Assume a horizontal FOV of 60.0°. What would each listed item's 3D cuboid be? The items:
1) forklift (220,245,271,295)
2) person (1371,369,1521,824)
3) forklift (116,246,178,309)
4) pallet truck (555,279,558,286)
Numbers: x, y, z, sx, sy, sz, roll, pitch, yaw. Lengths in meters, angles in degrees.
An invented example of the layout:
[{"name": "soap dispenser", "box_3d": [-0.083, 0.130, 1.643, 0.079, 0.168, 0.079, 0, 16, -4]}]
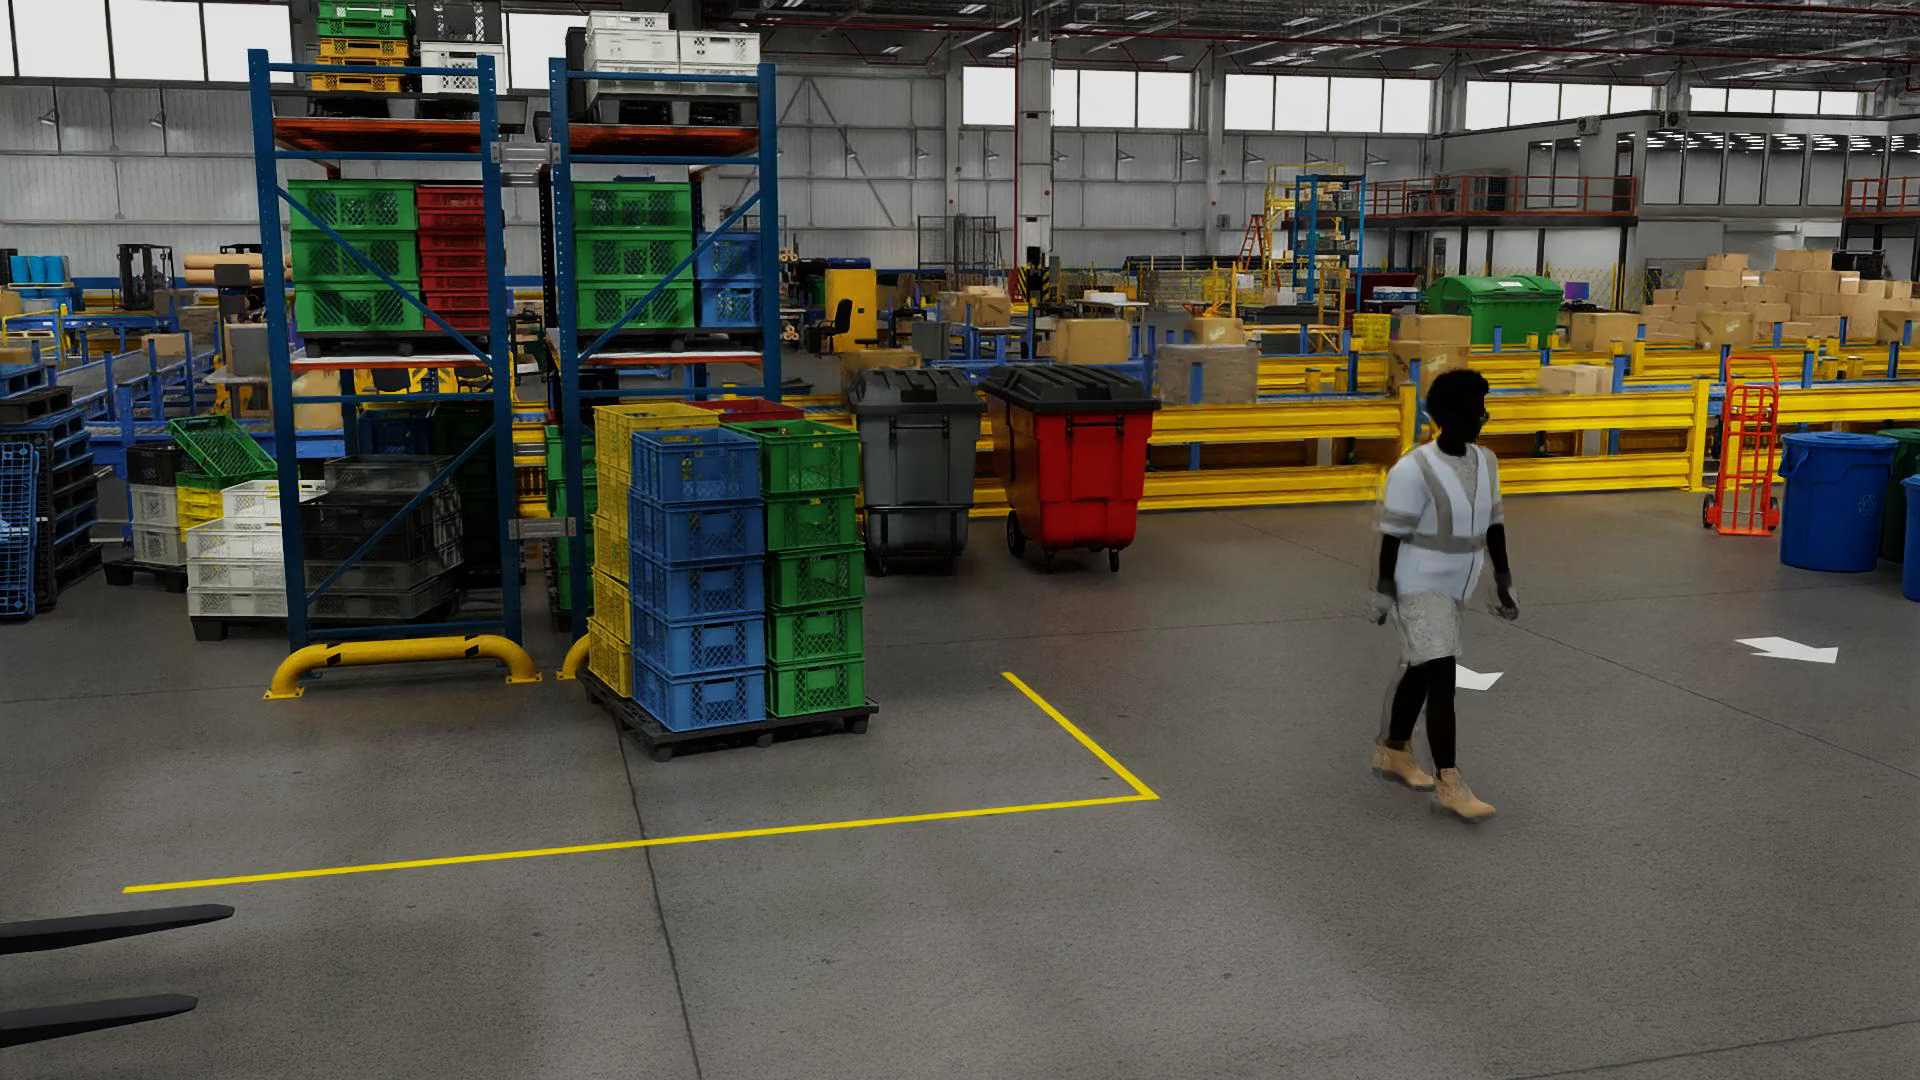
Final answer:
[{"name": "forklift", "box_3d": [-17.749, -6.334, 41.440, 1.157, 1.987, 2.680, -3, 10, -17]}, {"name": "person", "box_3d": [1.862, 0.200, 6.240, 0.544, 1.659, 0.789, -7, 12, -36]}, {"name": "forklift", "box_3d": [-19.966, -6.232, 40.894, 1.157, 1.987, 2.680, -3, 10, -15]}, {"name": "pallet truck", "box_3d": [-10.604, -6.375, 44.520, 0.653, 1.274, 1.630, -3, 10, -15]}]
